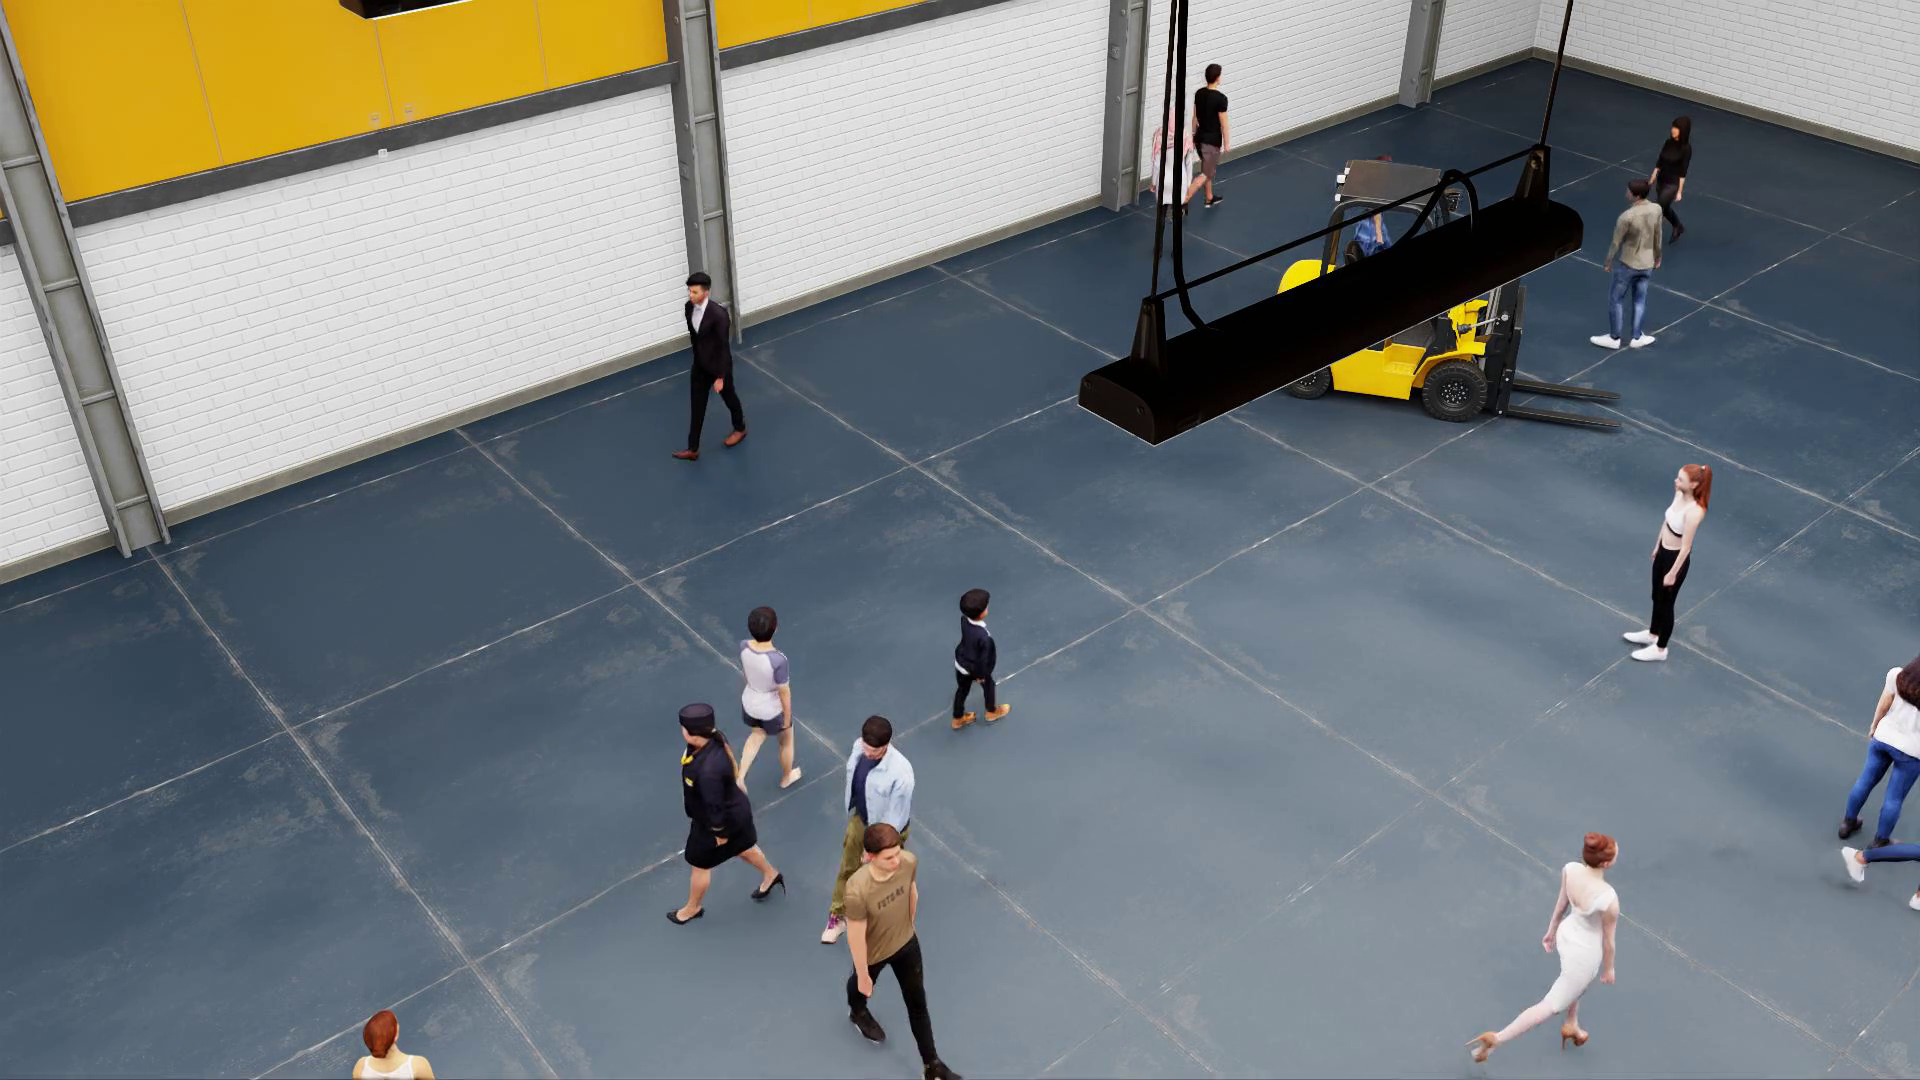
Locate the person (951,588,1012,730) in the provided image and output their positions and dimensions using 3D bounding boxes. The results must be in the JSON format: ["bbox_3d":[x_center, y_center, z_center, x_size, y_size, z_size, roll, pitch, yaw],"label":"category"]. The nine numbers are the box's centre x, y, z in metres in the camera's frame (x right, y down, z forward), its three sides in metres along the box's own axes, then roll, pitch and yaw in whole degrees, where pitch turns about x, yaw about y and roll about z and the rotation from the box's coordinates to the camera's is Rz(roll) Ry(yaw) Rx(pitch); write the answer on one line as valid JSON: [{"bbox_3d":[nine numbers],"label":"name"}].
[{"bbox_3d":[0.052,0.900,12.189,0.687,1.208,0.522,-24,41,-32],"label":"person"}]

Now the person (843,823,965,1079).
[{"bbox_3d":[-0.496,2.288,9.560,1.111,1.807,0.751,-24,41,-32],"label":"person"}]

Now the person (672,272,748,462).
[{"bbox_3d":[-2.224,-1.643,15.452,0.910,1.833,1.228,21,39,28],"label":"person"}]

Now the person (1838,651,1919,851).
[{"bbox_3d":[6.225,1.385,11.031,0.576,1.683,0.634,-18,38,-25],"label":"person"}]

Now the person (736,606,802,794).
[{"bbox_3d":[-1.383,1.161,11.494,0.718,1.544,0.877,20,38,27],"label":"person"}]

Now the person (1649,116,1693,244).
[{"bbox_3d":[8.326,-4.143,19.411,1.120,1.612,0.805,-12,36,-18],"label":"person"}]

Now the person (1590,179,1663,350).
[{"bbox_3d":[7.060,-2.842,17.244,0.767,1.845,0.998,-1,34,-2],"label":"person"}]

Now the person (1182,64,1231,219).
[{"bbox_3d":[2.966,-4.840,20.258,1.151,1.837,0.728,-22,39,-29],"label":"person"}]

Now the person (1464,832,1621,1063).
[{"bbox_3d":[3.406,2.392,9.451,1.179,1.754,0.907,-8,35,-12],"label":"person"}]

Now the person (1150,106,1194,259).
[{"bbox_3d":[2.443,-4.137,19.230,0.742,1.804,0.794,4,34,6],"label":"person"}]

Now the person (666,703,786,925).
[{"bbox_3d":[-1.451,1.740,10.553,1.137,1.620,1.021,-4,34,-6],"label":"person"}]

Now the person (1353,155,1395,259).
[{"bbox_3d":[4.365,-3.302,17.990,0.923,1.786,0.892,10,35,14],"label":"person"}]

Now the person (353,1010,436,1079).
[{"bbox_3d":[-2.852,3.025,8.598,0.576,1.644,0.679,-4,34,-5],"label":"person"}]

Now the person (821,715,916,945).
[{"bbox_3d":[-0.436,1.741,10.410,1.012,1.777,0.778,-27,42,-34],"label":"person"}]

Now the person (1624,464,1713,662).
[{"bbox_3d":[5.488,0.168,12.809,0.713,1.742,0.646,4,34,6],"label":"person"}]
